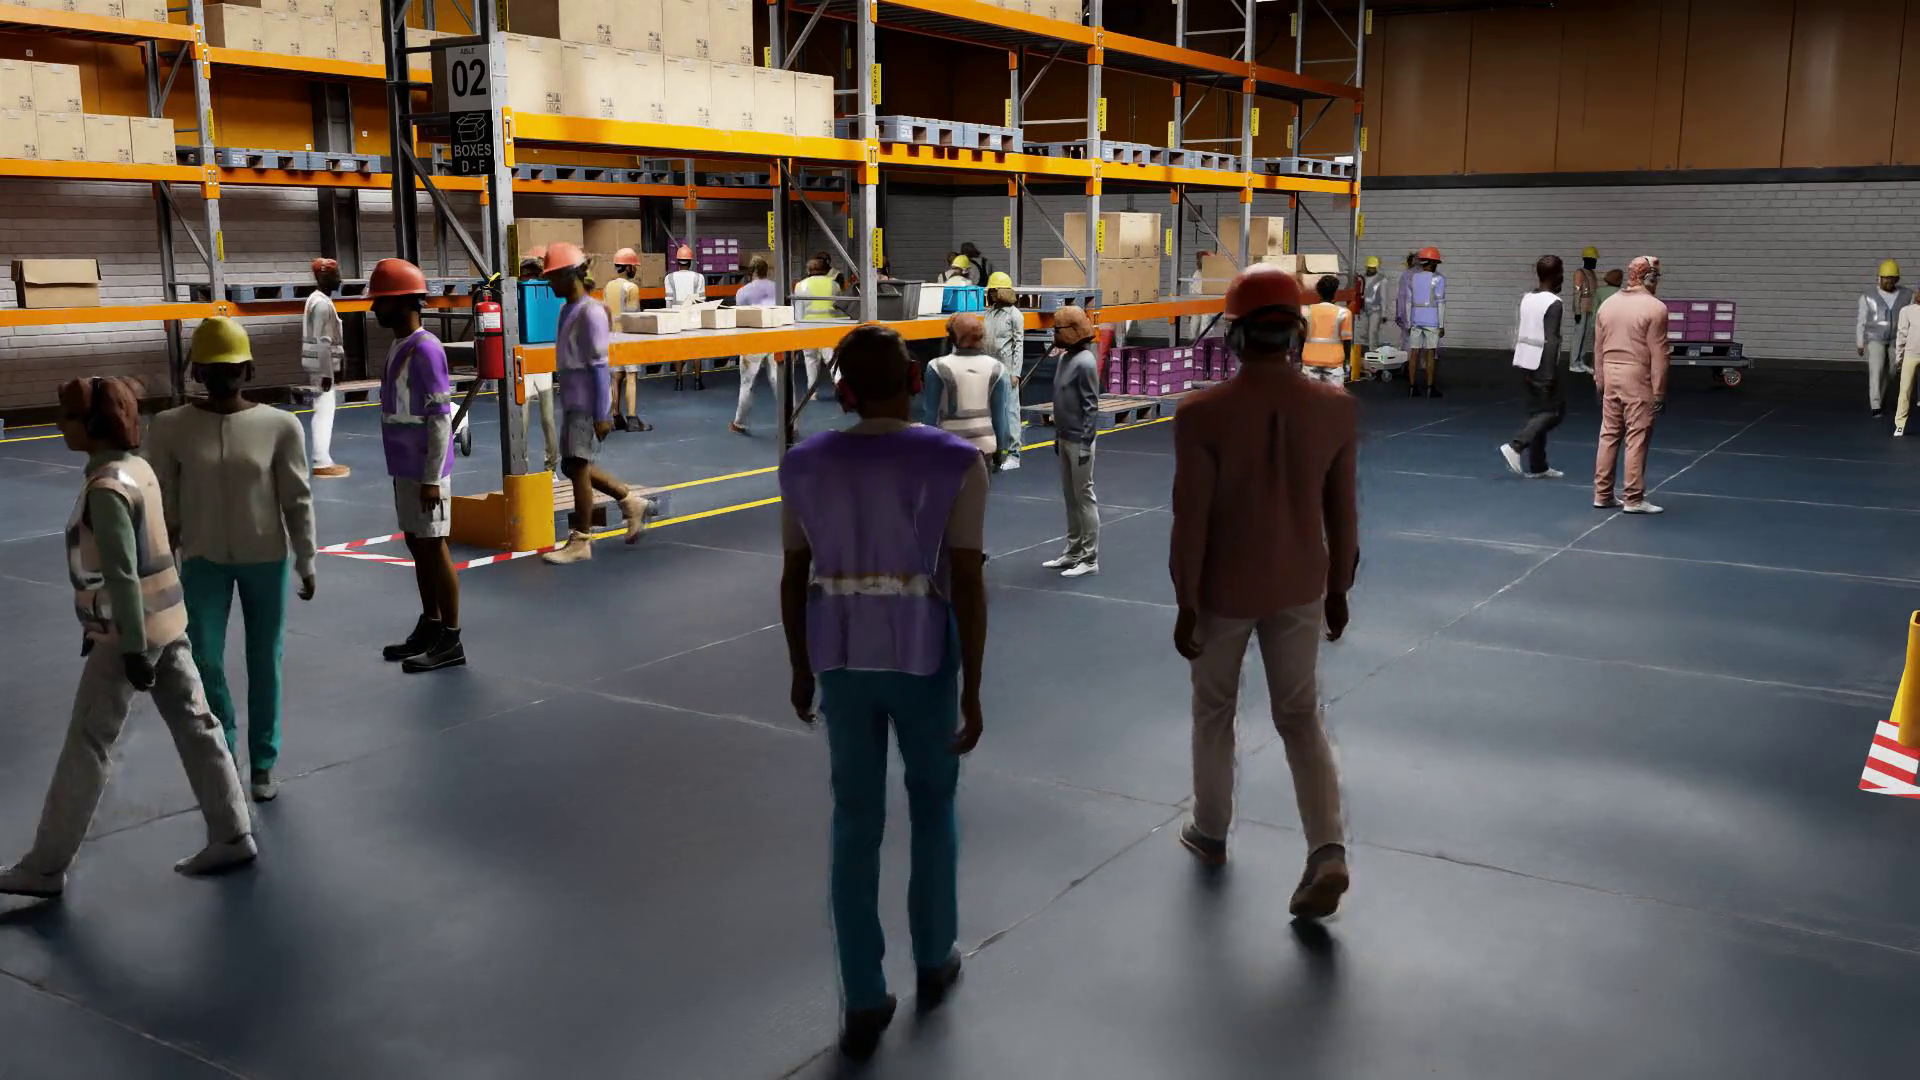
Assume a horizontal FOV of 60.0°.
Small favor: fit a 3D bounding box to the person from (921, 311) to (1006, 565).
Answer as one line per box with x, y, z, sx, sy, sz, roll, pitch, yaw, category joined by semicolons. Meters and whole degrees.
0.044;-0.513;9.628;0.520;1.617;0.527;-5;11;-26;person

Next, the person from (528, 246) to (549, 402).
-5.332;-2.675;20.726;0.722;1.958;0.374;-6;12;-32;person

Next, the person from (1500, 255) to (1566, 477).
4.893;-1.452;14.071;0.540;1.903;0.592;-1;10;-8;person

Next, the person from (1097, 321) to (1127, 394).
1.882;-2.707;21.516;0.548;1.710;0.926;6;12;30;person

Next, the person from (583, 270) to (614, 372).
-3.709;-1.824;16.553;0.540;1.749;0.707;-4;11;-22;person

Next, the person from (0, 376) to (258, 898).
-2.647;0.300;5.153;0.833;1.603;0.510;-2;11;-13;person

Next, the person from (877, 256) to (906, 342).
-0.922;-2.391;19.433;0.621;1.845;0.429;1;10;8;person

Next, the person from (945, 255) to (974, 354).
0.004;-2.954;22.637;0.458;1.842;0.606;-8;13;-36;person

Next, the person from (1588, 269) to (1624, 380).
9.371;-3.105;24.026;0.432;1.610;0.509;-6;12;-28;person

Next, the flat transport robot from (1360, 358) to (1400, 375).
6.105;-2.639;25.158;0.652;0.197;1.431;-7;13;-36;flat transport robot

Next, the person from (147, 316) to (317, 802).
-2.571;0.089;5.911;0.546;1.751;0.441;-4;11;-23;person

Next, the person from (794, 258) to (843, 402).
-1.737;-2.617;20.810;0.644;1.812;0.792;-5;11;-26;person

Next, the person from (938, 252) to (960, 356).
-0.105;-3.367;24.832;0.514;1.842;0.324;7;13;35;person

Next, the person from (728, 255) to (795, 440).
-2.014;-1.965;17.000;0.617;1.886;1.067;-7;12;-34;person

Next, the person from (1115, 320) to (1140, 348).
2.385;-3.387;24.857;0.650;1.887;1.040;7;12;34;person

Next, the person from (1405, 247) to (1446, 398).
6.003;-2.793;21.415;0.542;1.929;0.374;10;14;44;person

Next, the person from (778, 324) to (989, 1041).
-0.203;0.353;4.330;0.579;1.800;0.698;2;10;10;person

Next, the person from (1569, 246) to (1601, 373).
9.606;-3.535;25.532;0.371;1.925;0.595;9;14;42;person

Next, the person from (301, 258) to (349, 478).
-5.431;-1.464;14.241;0.384;1.872;0.577;-5;11;-24;person

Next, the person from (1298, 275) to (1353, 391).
3.501;-1.700;16.002;0.547;1.691;0.342;4;11;20;person

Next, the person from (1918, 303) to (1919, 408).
11.854;-2.535;20.089;0.502;1.899;0.595;-8;13;-38;person

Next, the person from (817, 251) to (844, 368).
-2.139;-3.604;26.152;0.620;1.845;0.429;4;11;22;person

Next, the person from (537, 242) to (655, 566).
-2.315;-0.857;10.475;0.691;2.014;0.623;-5;11;-27;person

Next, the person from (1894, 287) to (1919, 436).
9.891;-1.862;17.103;0.498;1.629;0.276;5;12;27;person

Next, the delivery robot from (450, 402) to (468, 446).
-4.883;-1.136;15.784;0.477;0.478;0.707;-2;10;-9;delivery robot

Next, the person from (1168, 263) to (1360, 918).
0.948;0.143;5.075;0.631;1.962;0.941;-2;10;-11;person

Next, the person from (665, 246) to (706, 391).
-3.685;-2.972;22.387;0.546;1.938;0.361;-1;10;-6;person

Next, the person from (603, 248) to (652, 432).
-3.523;-2.114;17.629;0.552;1.935;0.365;9;14;42;person

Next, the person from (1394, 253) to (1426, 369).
7.134;-3.571;26.074;0.648;1.810;0.942;-9;13;-40;person

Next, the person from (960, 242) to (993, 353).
0.248;-4.303;29.474;0.775;2.000;0.533;-9;14;-42;person

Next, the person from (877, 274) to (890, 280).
-0.936;-2.201;18.948;0.314;1.637;0.514;-4;11;-20;person

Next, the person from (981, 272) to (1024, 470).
0.351;-1.498;14.759;0.297;1.744;0.487;-10;14;-43;person

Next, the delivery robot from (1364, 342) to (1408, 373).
6.137;-2.613;23.968;0.707;0.478;0.477;-9;14;-43;delivery robot

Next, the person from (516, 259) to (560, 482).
-3.511;-1.369;13.690;0.532;1.870;0.315;-2;10;-12;person

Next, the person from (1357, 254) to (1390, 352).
6.615;-3.660;26.573;0.590;1.796;0.614;-7;13;-35;person

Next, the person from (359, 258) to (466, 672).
-2.585;-0.346;7.836;0.373;1.934;0.551;-7;12;-33;person

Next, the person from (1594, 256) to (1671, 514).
5.022;-1.150;12.380;0.403;1.904;0.651;-4;11;-23;person

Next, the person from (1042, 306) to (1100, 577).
0.682;-0.592;10.042;0.283;1.631;0.503;-3;11;-15;person

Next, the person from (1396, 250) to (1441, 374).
6.894;-3.392;24.894;0.686;1.878;0.652;-1;10;-3;person

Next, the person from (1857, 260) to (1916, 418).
10.669;-2.324;19.196;0.601;1.801;0.839;3;11;16;person

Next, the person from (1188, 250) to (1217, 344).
3.728;-3.480;25.409;0.518;1.870;0.577;-10;14;-44;person
